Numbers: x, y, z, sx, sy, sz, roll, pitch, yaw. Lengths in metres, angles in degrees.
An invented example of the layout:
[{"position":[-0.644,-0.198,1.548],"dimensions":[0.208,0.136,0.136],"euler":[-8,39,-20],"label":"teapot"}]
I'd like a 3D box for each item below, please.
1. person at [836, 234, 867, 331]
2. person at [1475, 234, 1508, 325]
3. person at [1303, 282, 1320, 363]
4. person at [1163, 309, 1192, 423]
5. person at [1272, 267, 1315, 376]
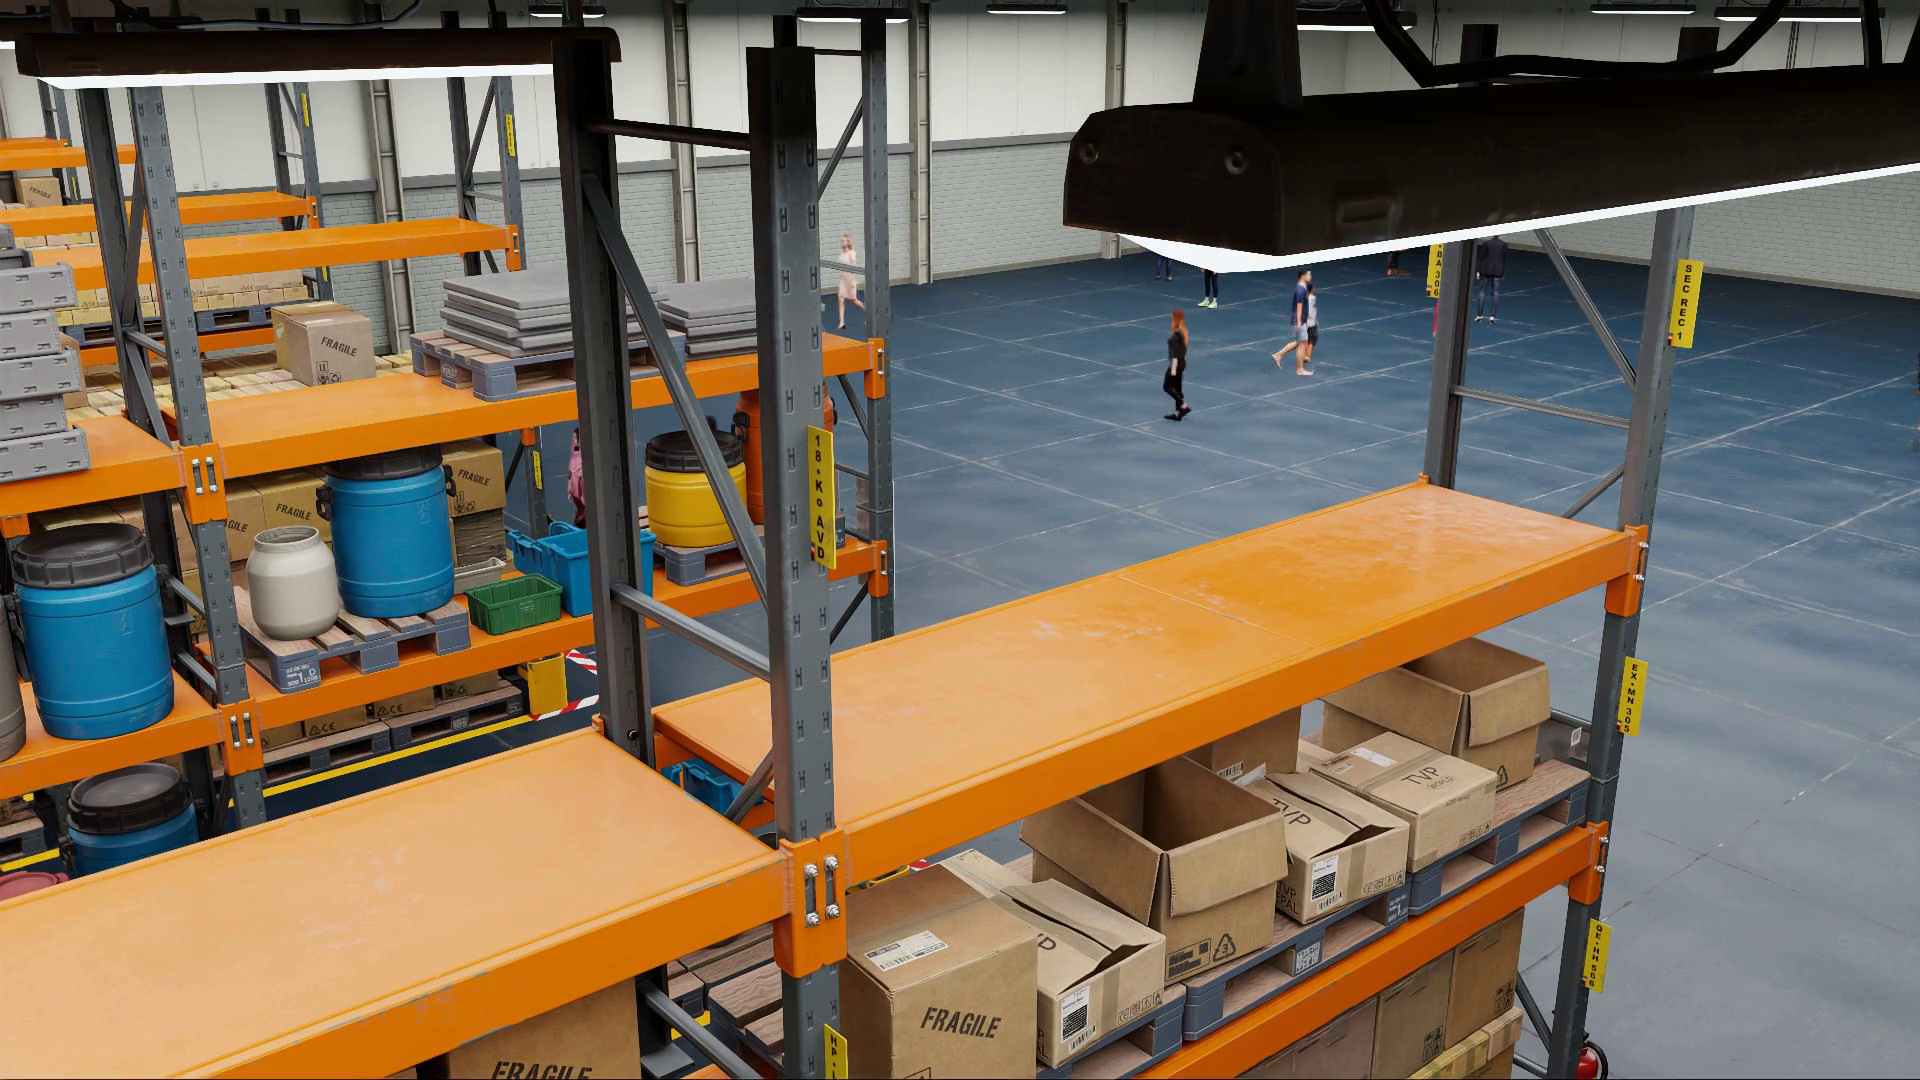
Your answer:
[{"position":[-2.077,-4.942,31.945],"dimensions":[0.694,1.800,1.122],"euler":[15,23,38],"label":"person"},{"position":[9.416,-4.754,29.608],"dimensions":[0.823,1.779,0.777],"euler":[4,18,11],"label":"person"},{"position":[6.083,-3.853,29.168],"dimensions":[0.678,1.447,0.689],"euler":[10,21,28],"label":"person"},{"position":[3.334,-2.598,24.896],"dimensions":[0.815,1.707,0.742],"euler":[8,20,24],"label":"person"},{"position":[5.644,-3.690,28.043],"dimensions":[1.004,1.834,0.990],"euler":[4,18,12],"label":"person"}]
